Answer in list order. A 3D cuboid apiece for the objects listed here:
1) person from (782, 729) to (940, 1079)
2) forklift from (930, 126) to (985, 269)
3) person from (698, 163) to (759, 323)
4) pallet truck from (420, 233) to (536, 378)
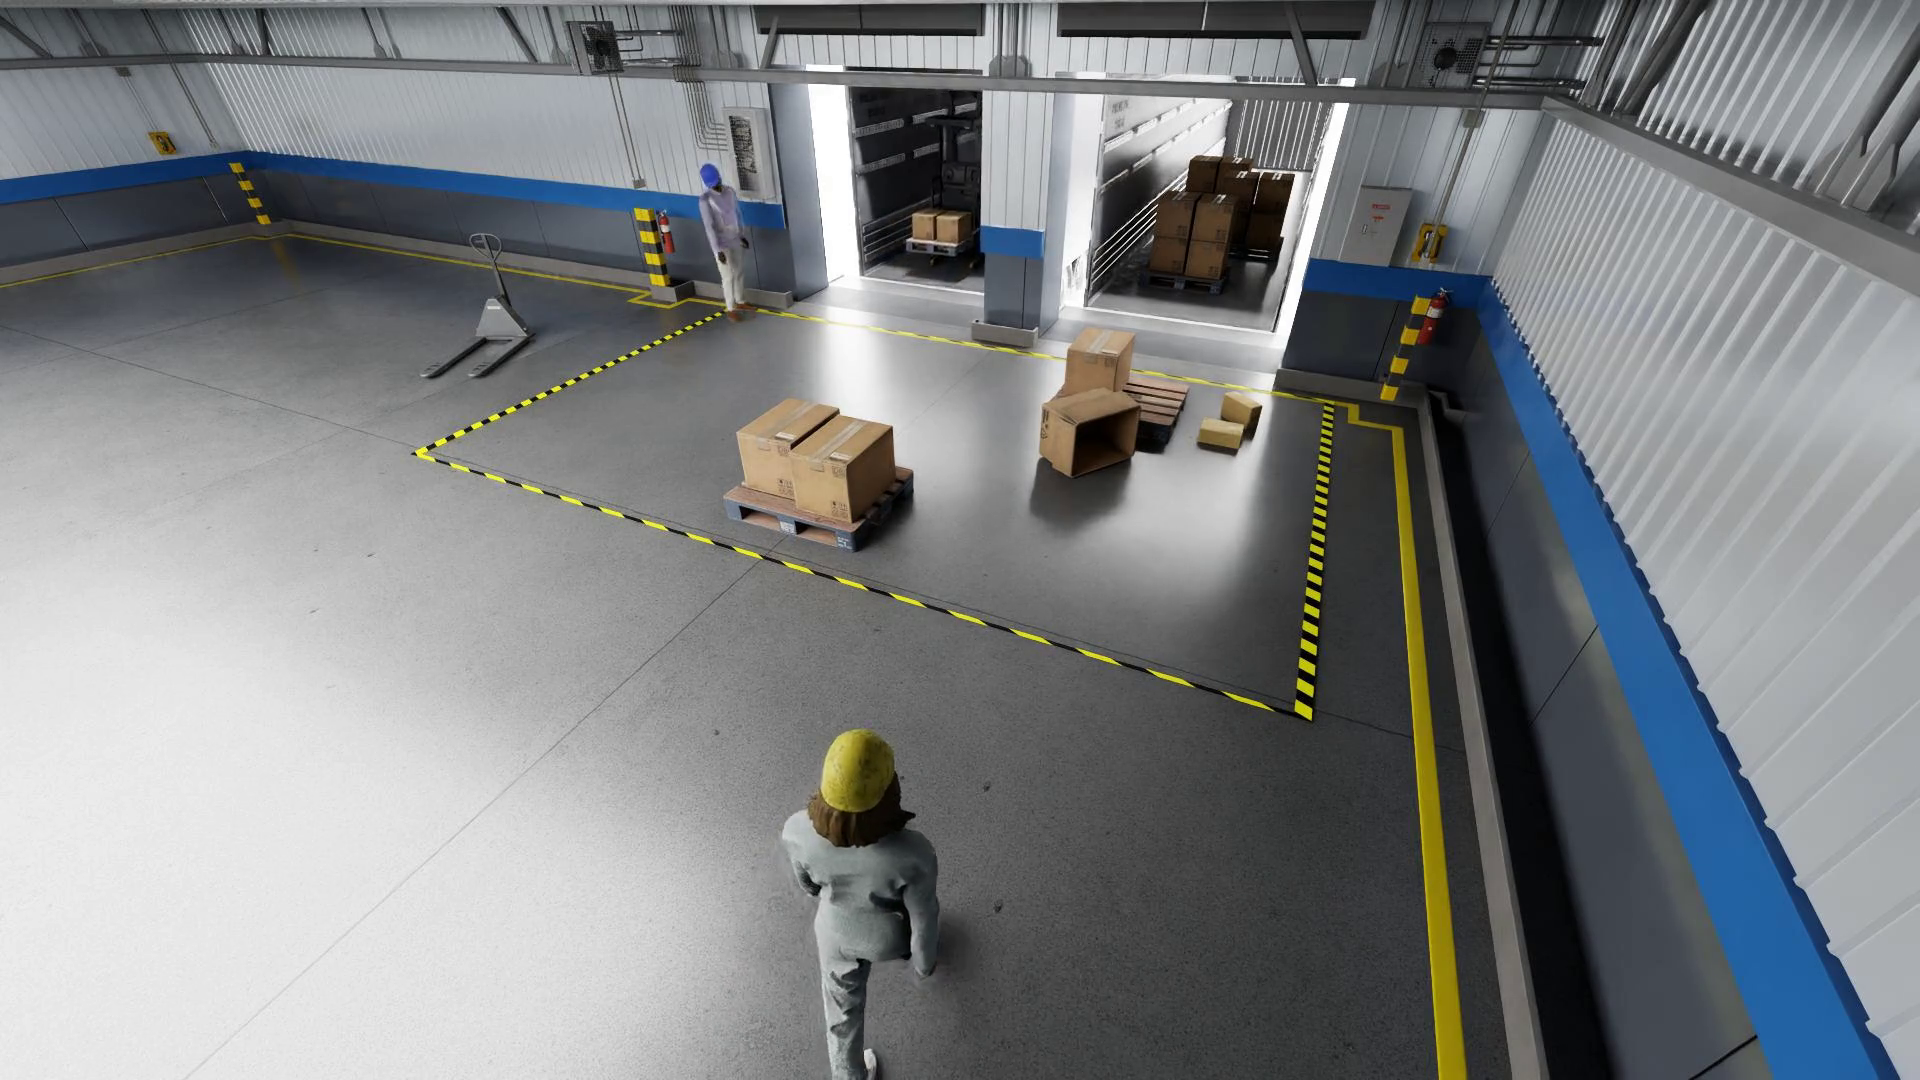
[{"bbox_3d":[-0.292,1.216,2.510,0.508,1.691,0.886,6,36,8],"label":"person"},{"bbox_3d":[0.213,-5.644,11.852,0.716,2.013,0.776,15,38,20],"label":"forklift"},{"bbox_3d":[-2.972,-3.779,9.359,0.396,1.896,0.662,15,38,20],"label":"person"},{"bbox_3d":[-5.664,-2.712,8.427,0.680,1.201,1.601,0,35,-1],"label":"pallet truck"}]
